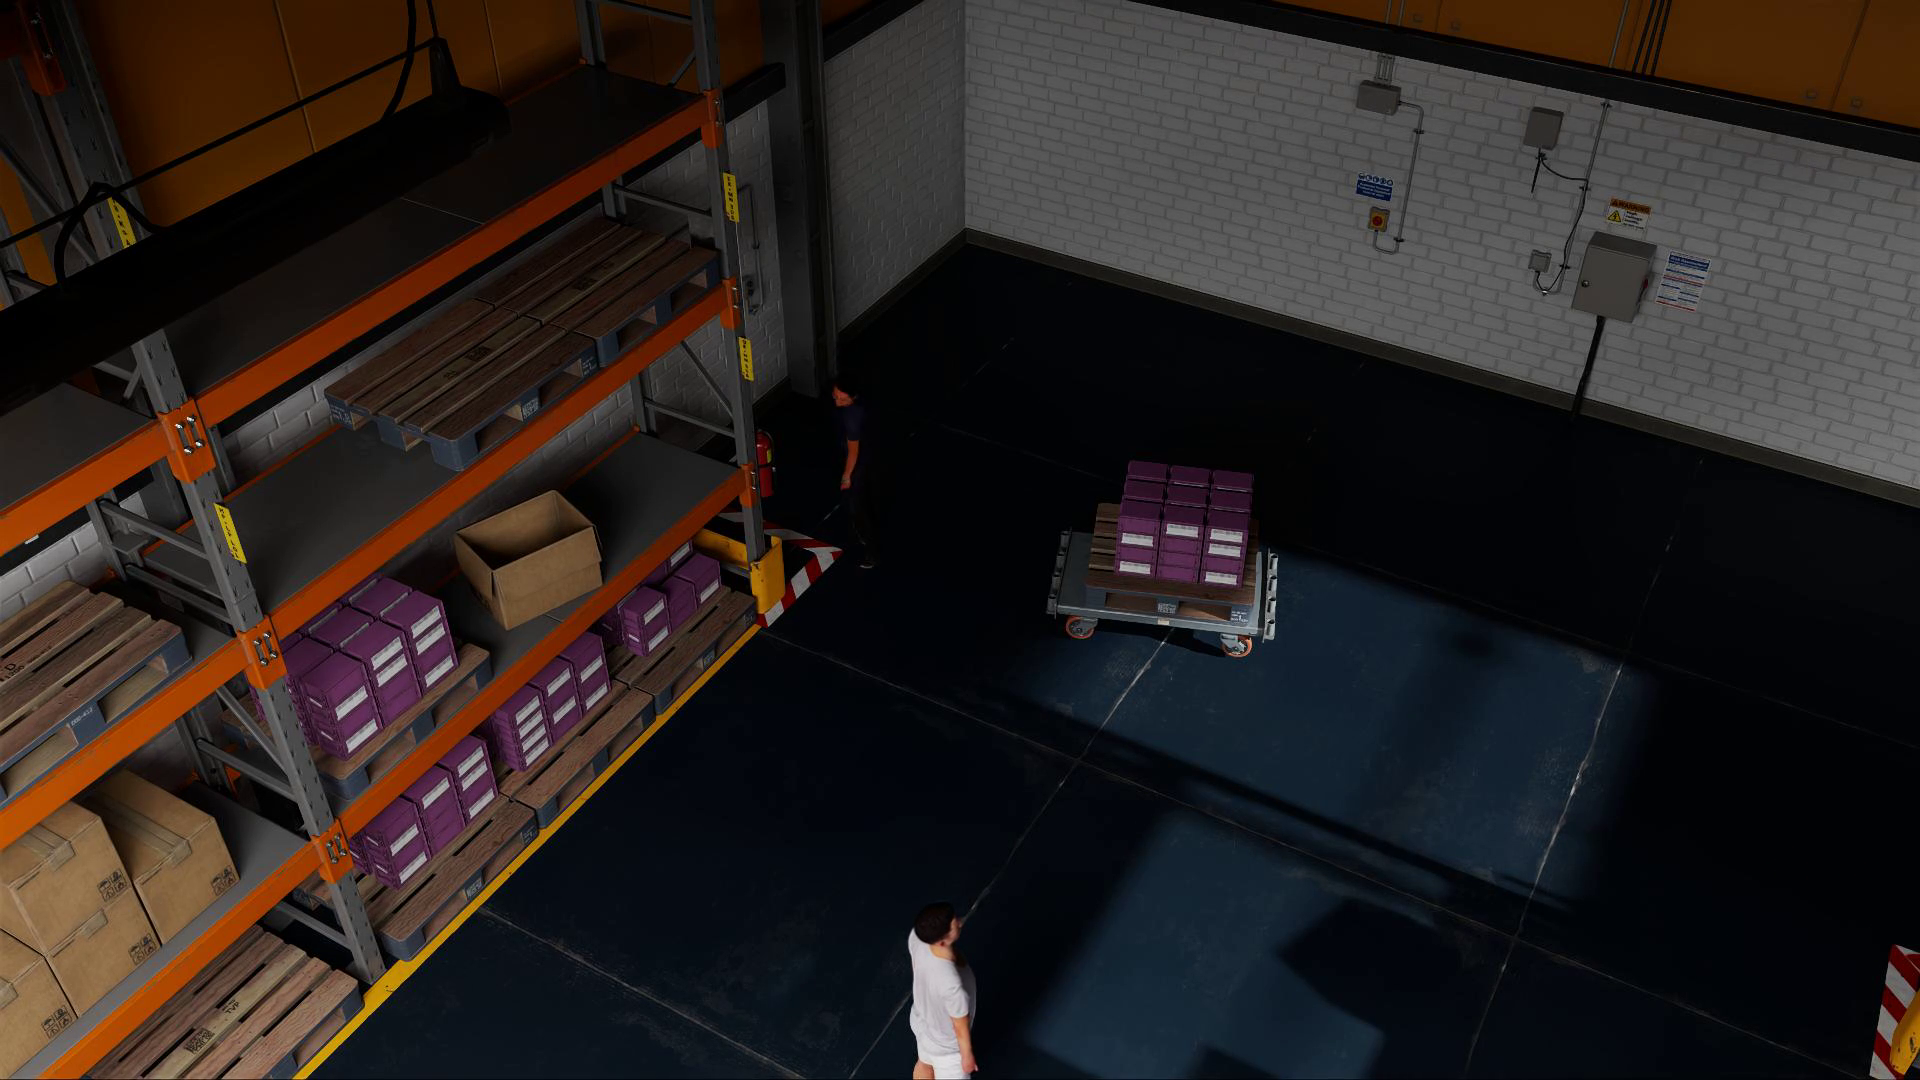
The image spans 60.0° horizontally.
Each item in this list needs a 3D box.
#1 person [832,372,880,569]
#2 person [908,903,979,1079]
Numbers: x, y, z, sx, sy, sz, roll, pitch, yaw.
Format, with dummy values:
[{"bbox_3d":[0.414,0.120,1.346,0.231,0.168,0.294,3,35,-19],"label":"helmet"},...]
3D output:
[{"bbox_3d":[-0.768,-0.649,12.667,0.897,1.754,0.734,8,39,10],"label":"person"},{"bbox_3d":[-0.097,2.513,8.626,0.773,1.856,0.769,-18,42,-21],"label":"person"}]
